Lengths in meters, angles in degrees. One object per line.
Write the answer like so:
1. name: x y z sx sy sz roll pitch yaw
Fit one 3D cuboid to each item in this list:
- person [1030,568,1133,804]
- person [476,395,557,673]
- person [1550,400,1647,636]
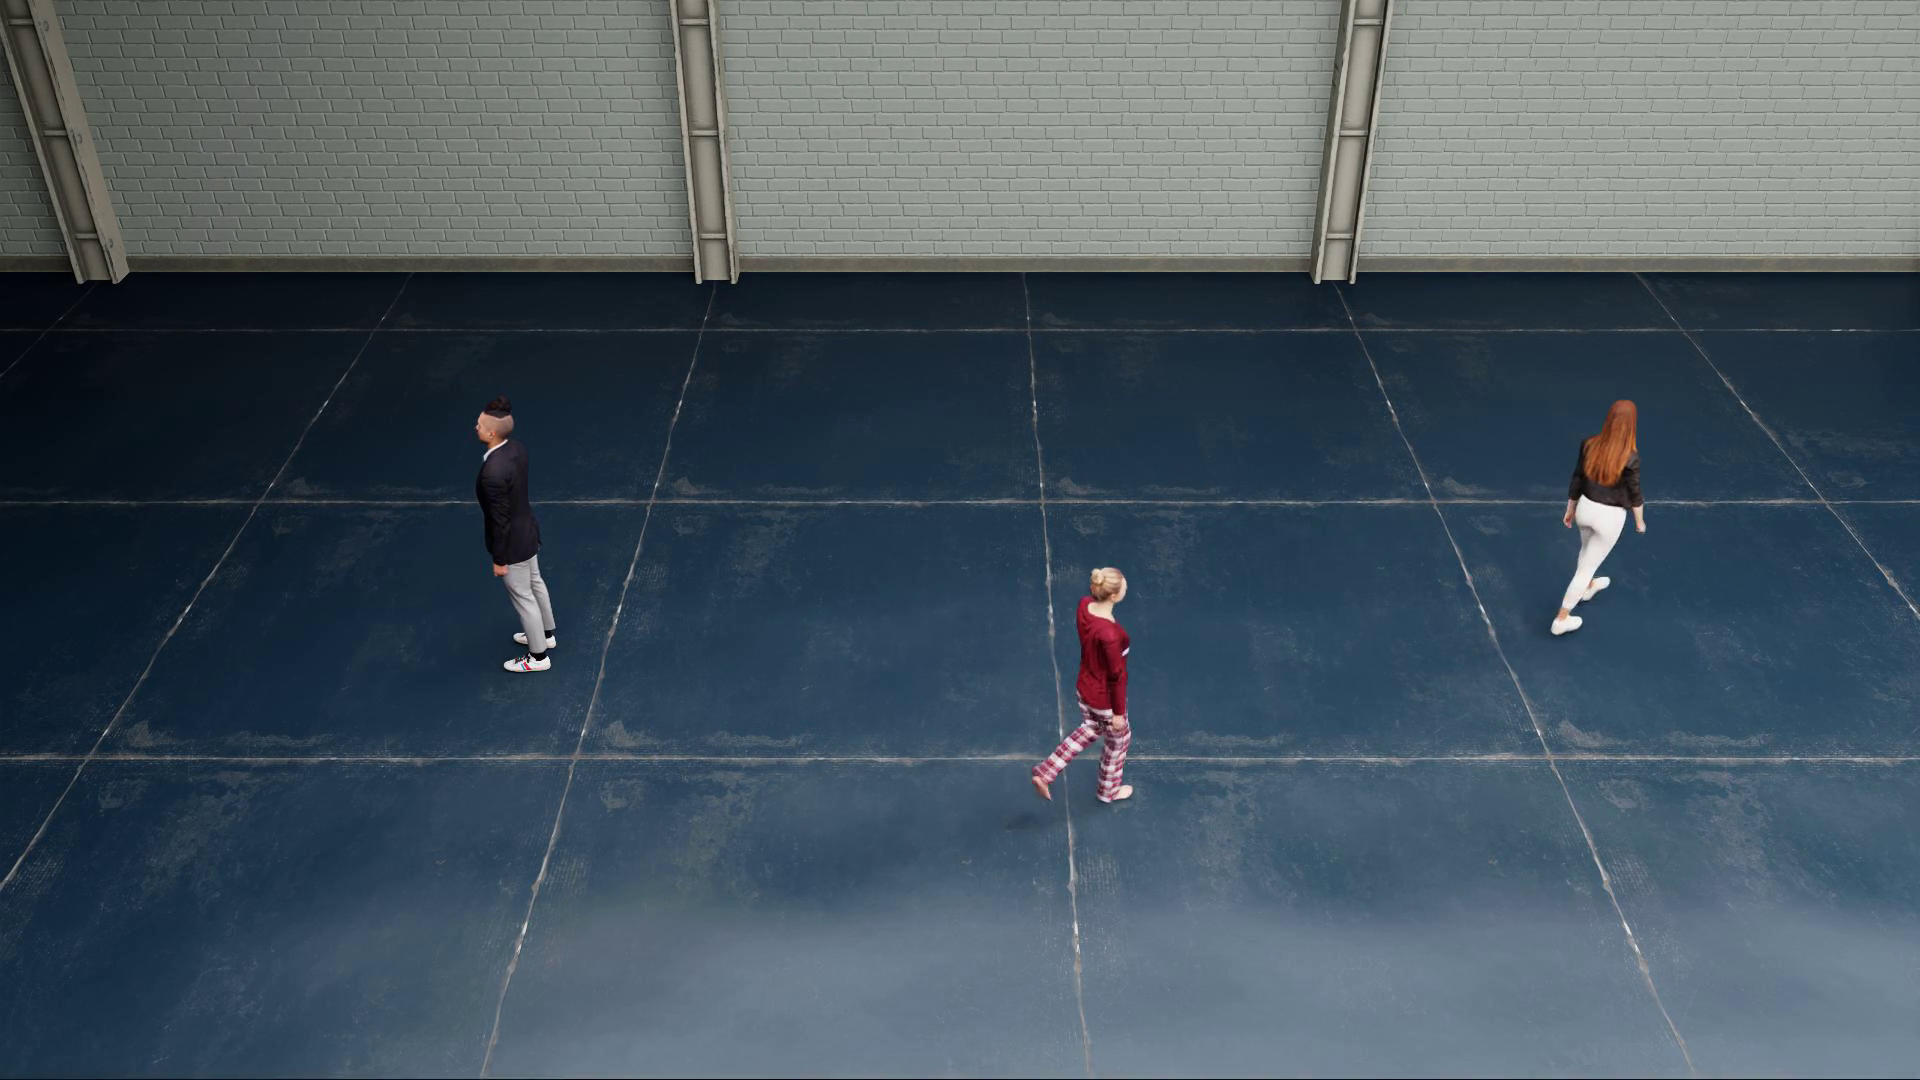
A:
1. person: 0.733 0.870 9.411 0.981 1.678 0.833 -13 35 -19
2. person: -2.831 -0.041 10.562 0.564 1.950 0.703 1 33 1
3. person: 4.168 -0.112 10.929 1.075 1.670 0.925 -21 38 -29
